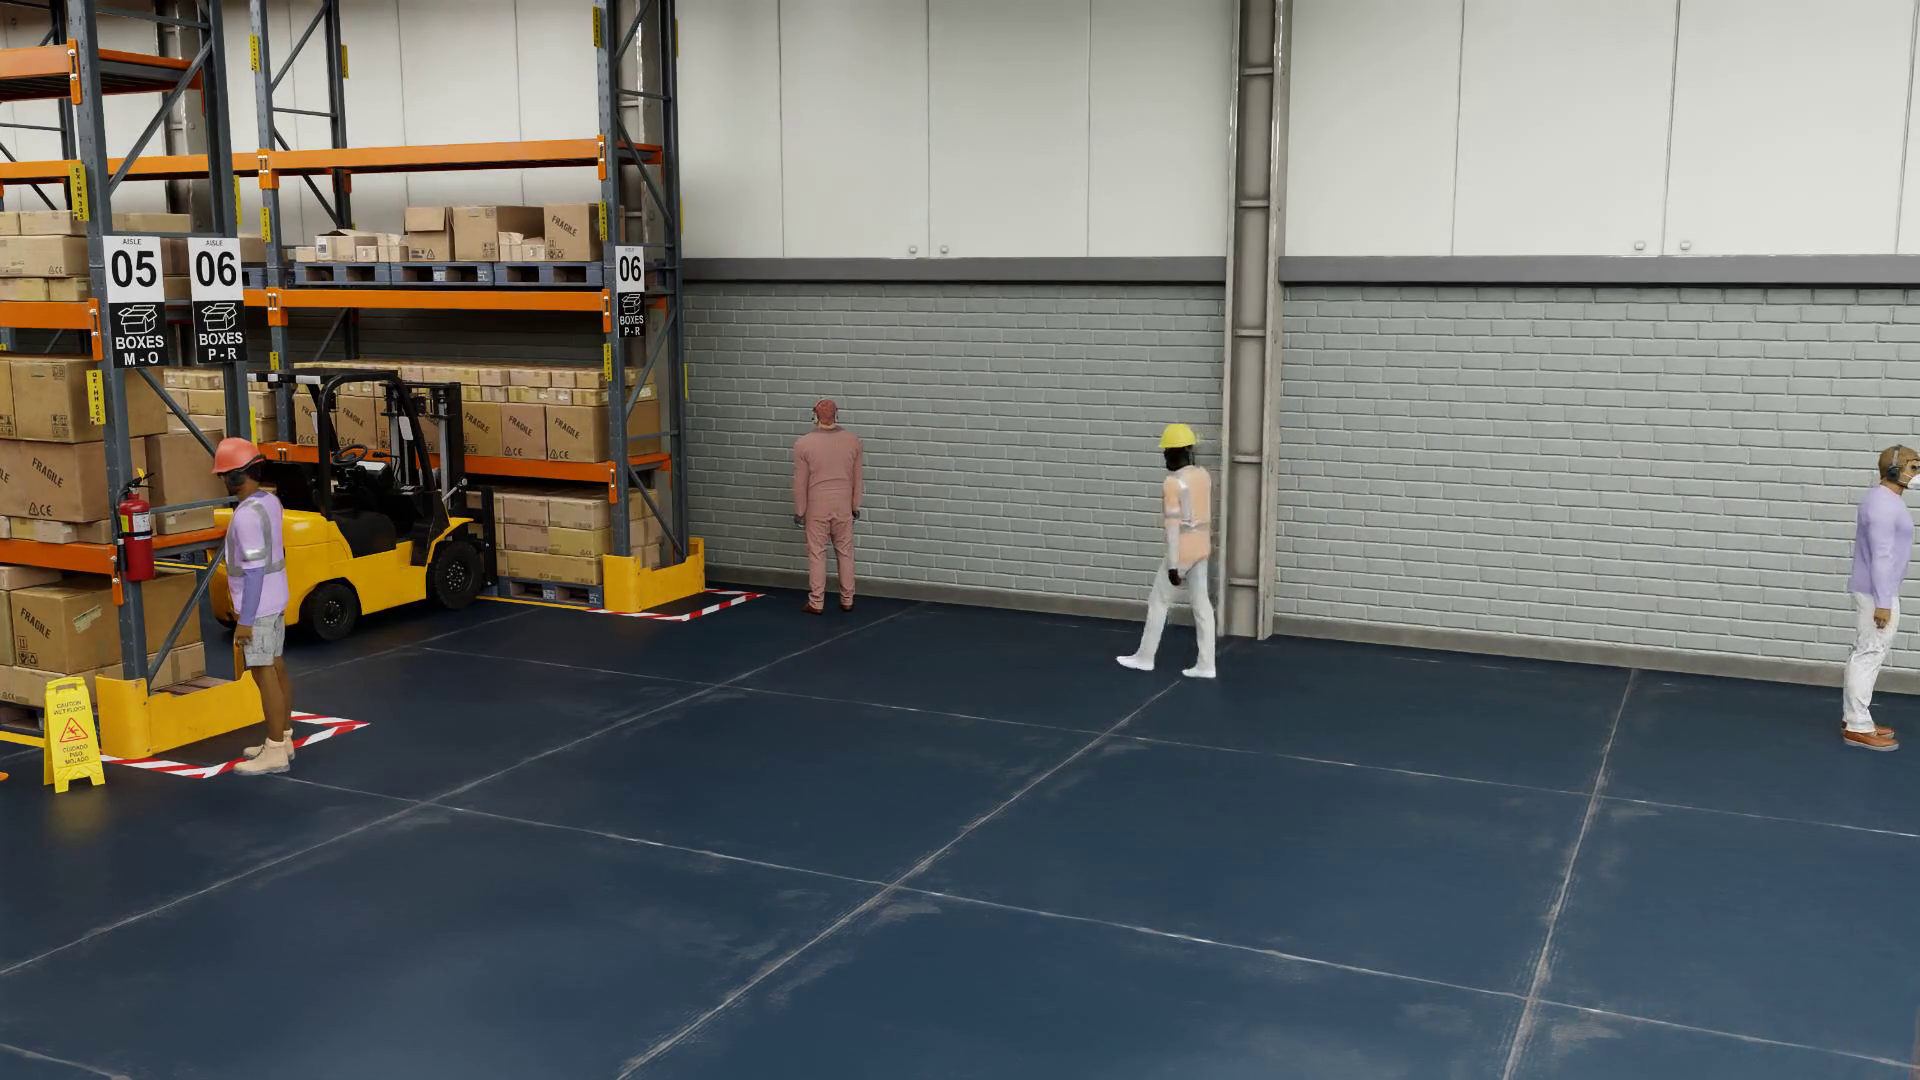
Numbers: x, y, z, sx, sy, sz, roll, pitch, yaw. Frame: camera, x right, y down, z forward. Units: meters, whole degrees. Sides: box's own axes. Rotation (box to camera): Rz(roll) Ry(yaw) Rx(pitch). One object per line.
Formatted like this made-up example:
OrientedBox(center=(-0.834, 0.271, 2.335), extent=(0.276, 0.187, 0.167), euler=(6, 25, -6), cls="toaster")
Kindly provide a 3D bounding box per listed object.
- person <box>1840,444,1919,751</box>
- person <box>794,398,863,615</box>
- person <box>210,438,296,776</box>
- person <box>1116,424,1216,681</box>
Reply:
OrientedBox(center=(5.851, 0.352, 10.578), extent=(0.355, 1.937, 0.635), euler=(5, 10, 26), cls="person")
OrientedBox(center=(-1.171, -0.295, 14.637), extent=(0.643, 1.910, 0.411), euler=(-4, 10, -25), cls="person")
OrientedBox(center=(-4.252, 0.398, 10.008), extent=(0.392, 2.034, 0.605), euler=(-2, 9, -10), cls="person")
OrientedBox(center=(1.577, 0.080, 12.366), extent=(0.881, 1.888, 0.616), euler=(8, 12, 41), cls="person")
